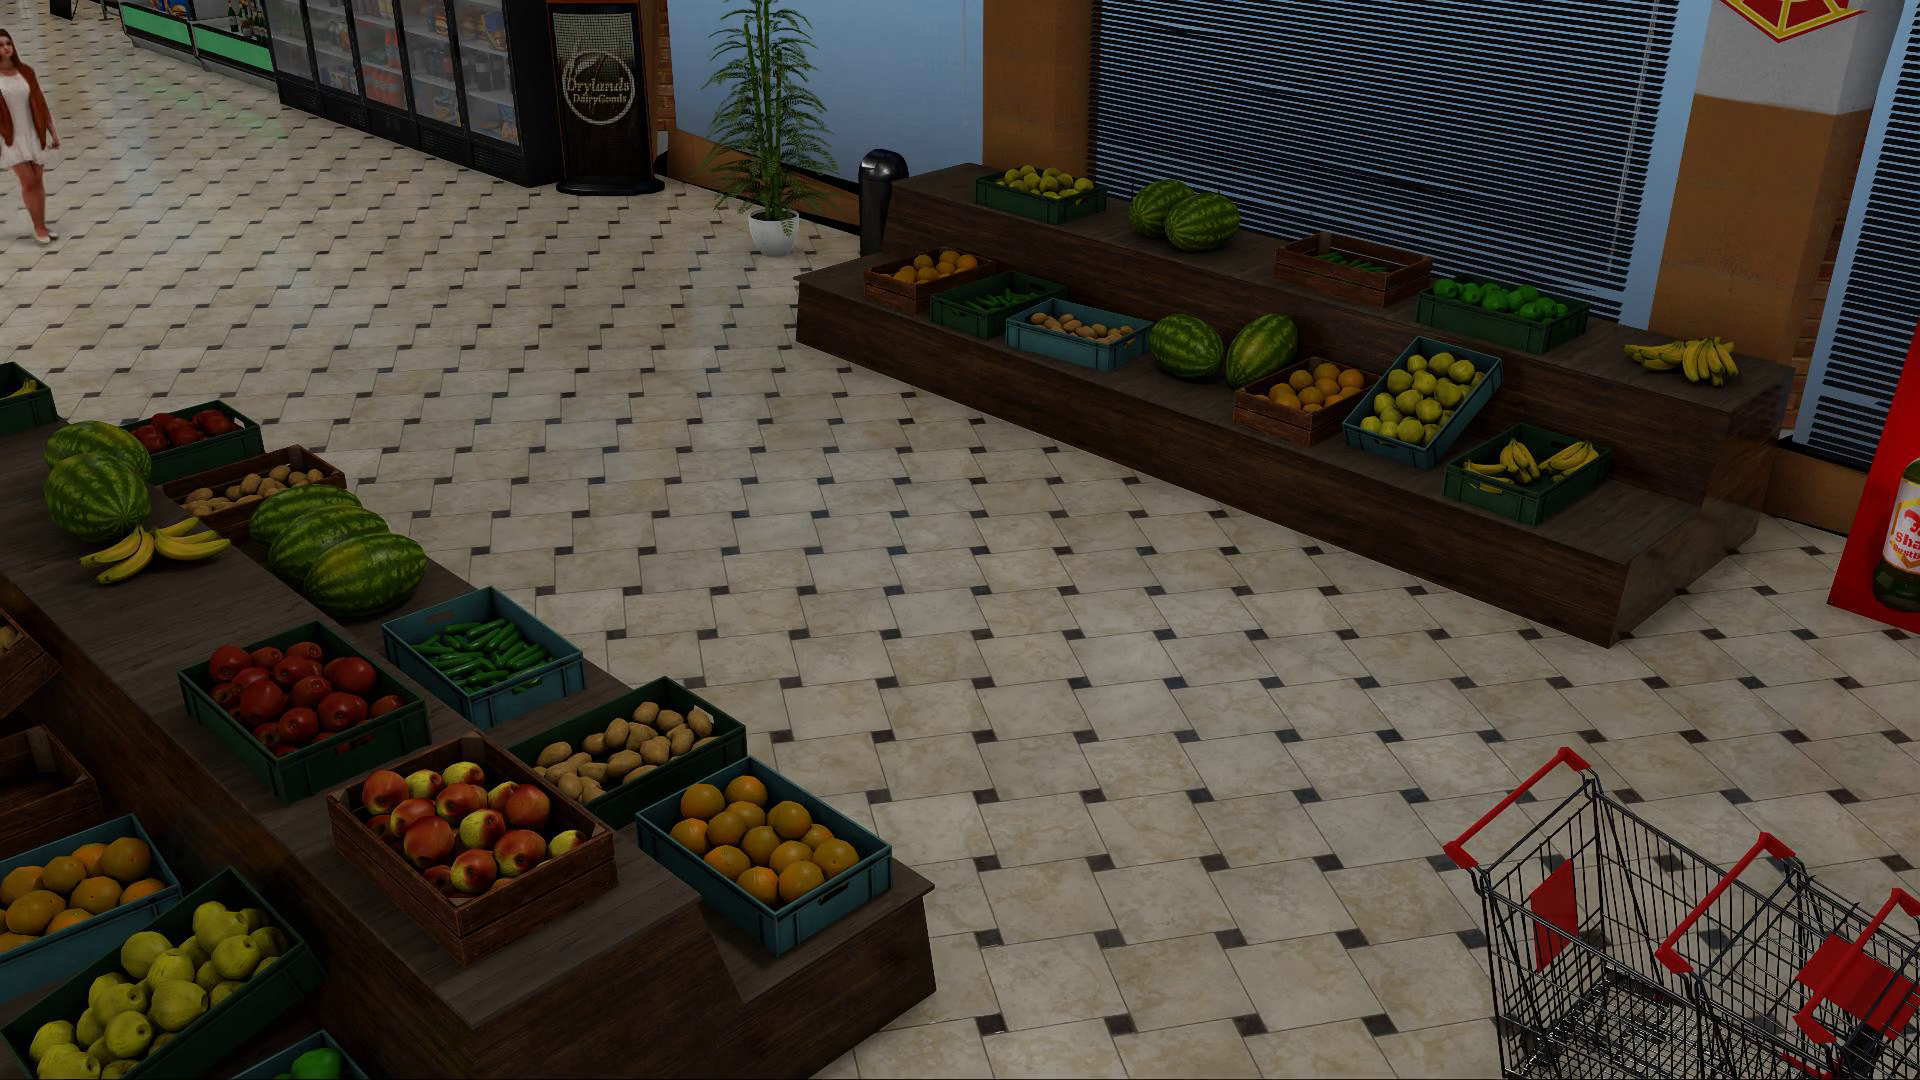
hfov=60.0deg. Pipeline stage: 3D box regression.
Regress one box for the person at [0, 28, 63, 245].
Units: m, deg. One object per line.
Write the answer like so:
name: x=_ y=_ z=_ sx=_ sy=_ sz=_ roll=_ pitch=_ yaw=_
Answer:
person: x=-7.698 y=-3.303 z=13.564 sx=0.703 sy=1.711 sz=0.673 roll=20 pitch=33 yaw=33
